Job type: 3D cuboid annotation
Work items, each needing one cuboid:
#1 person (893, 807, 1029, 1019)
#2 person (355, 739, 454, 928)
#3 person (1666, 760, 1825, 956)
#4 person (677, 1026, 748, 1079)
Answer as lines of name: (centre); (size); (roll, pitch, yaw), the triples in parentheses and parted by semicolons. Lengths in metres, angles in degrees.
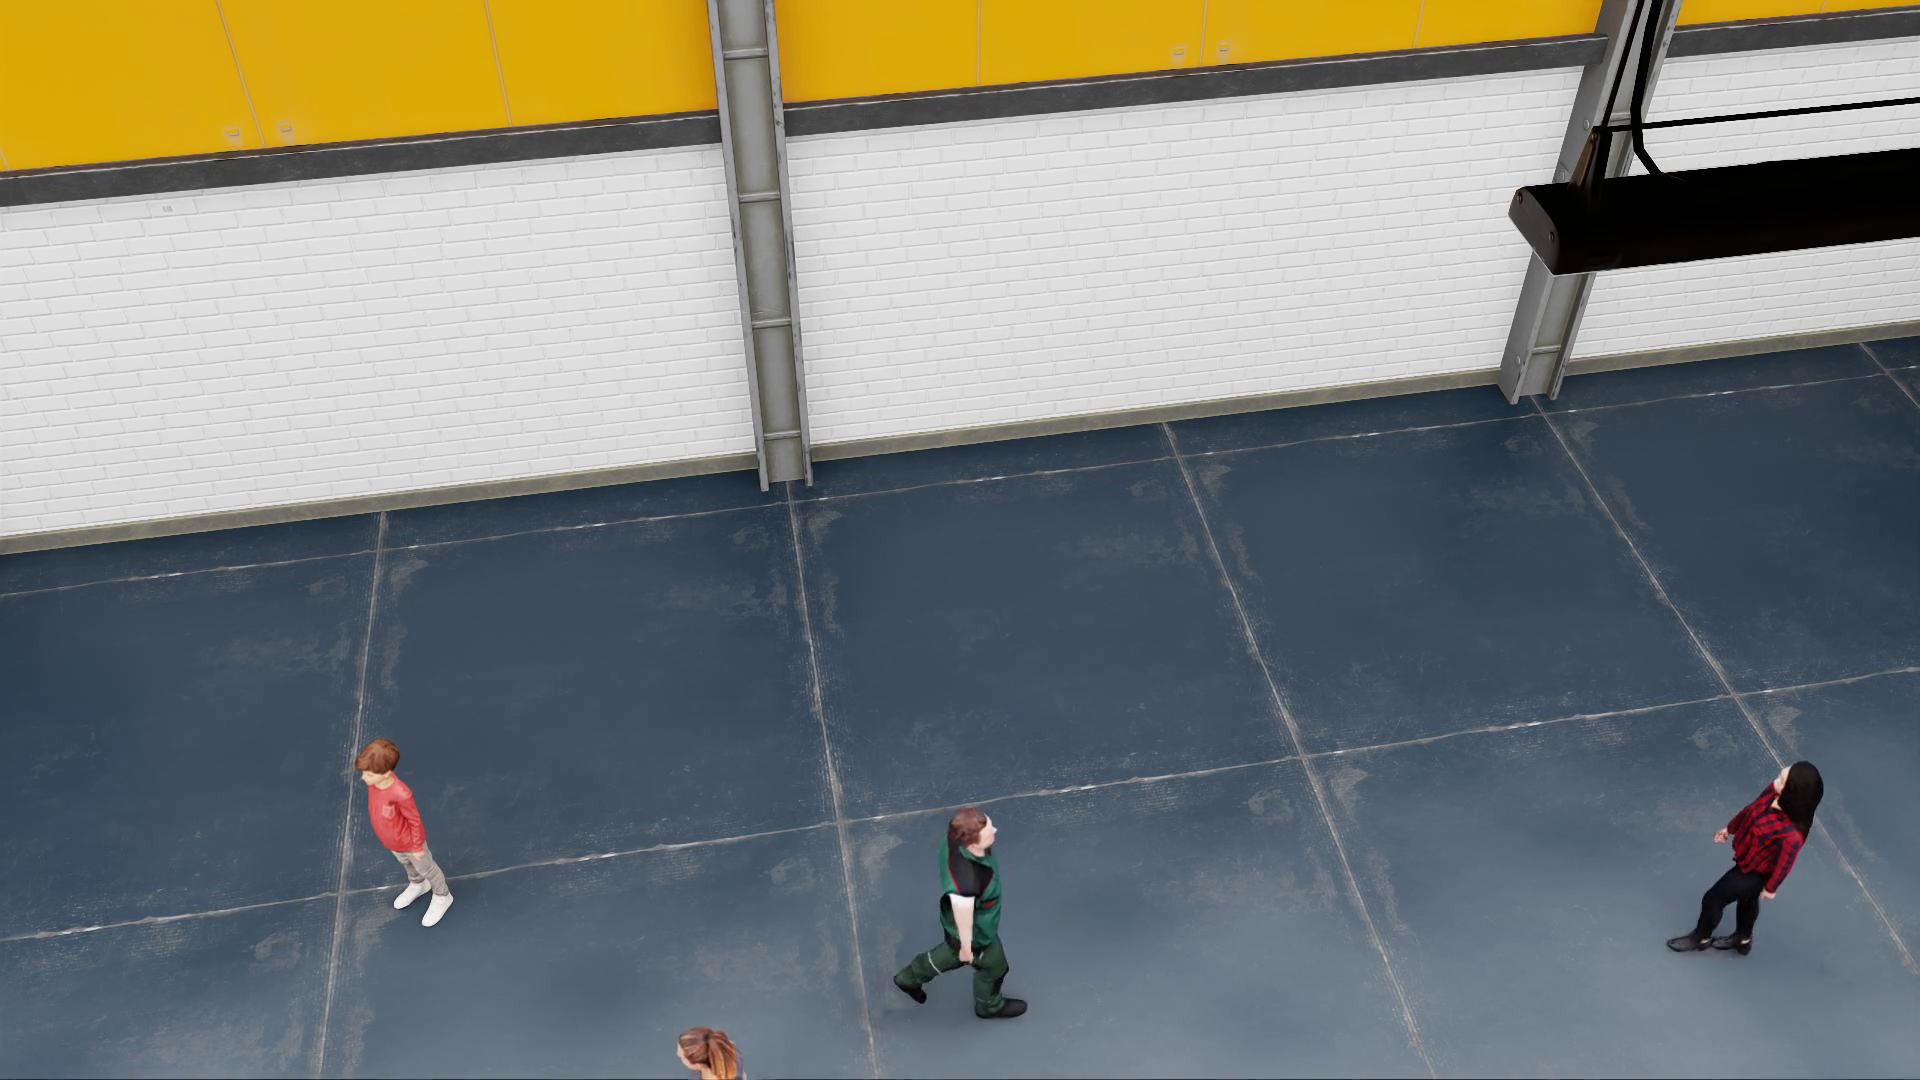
person: (-0.007, 1.990, 8.747); (0.988, 1.826, 0.698); (-3, 44, -3)
person: (-3.155, 1.637, 9.414); (0.597, 1.417, 0.660); (25, 49, 24)
person: (4.460, 1.773, 9.109); (0.806, 1.641, 0.730); (11, 45, 11)
person: (-1.015, 2.823, 7.954); (0.652, 1.712, 0.602); (-2, 44, -3)
